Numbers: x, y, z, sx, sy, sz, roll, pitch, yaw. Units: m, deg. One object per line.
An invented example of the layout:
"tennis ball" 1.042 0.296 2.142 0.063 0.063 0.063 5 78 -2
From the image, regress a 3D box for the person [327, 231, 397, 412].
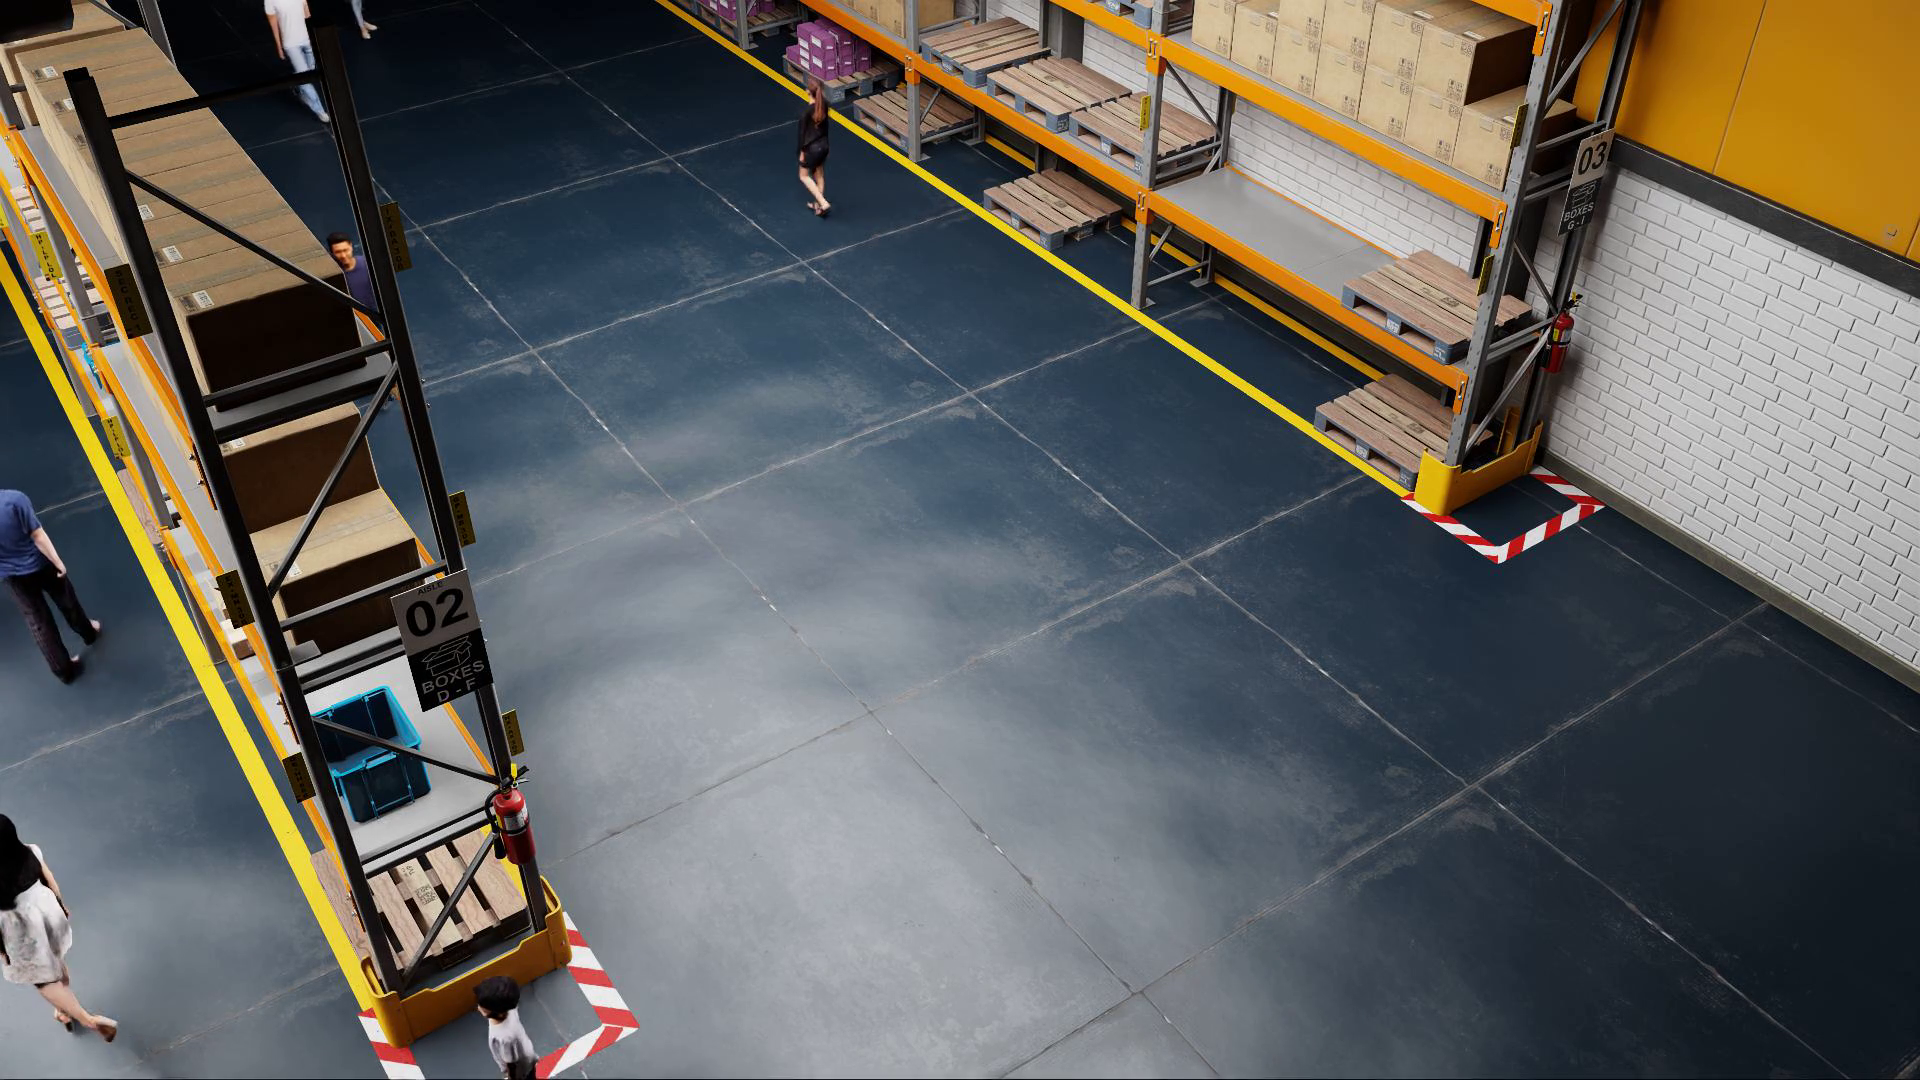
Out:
"person" -5.293 -1.969 14.693 0.685 1.778 0.649 -19 42 -22

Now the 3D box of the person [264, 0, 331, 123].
"person" -7.828 -5.875 19.538 1.216 1.835 0.886 27 46 29

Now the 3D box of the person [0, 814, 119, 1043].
"person" -5.168 2.258 9.423 1.070 1.750 0.848 21 43 24

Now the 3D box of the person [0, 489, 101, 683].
"person" -6.677 0.267 11.850 0.883 1.831 0.983 -9 39 -11

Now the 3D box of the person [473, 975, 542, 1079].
"person" -2.395 2.795 9.150 0.639 1.251 0.555 -11 40 -13

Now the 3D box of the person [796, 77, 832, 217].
"person" -1.496 -4.127 17.578 0.599 1.550 0.718 -30 47 -32
